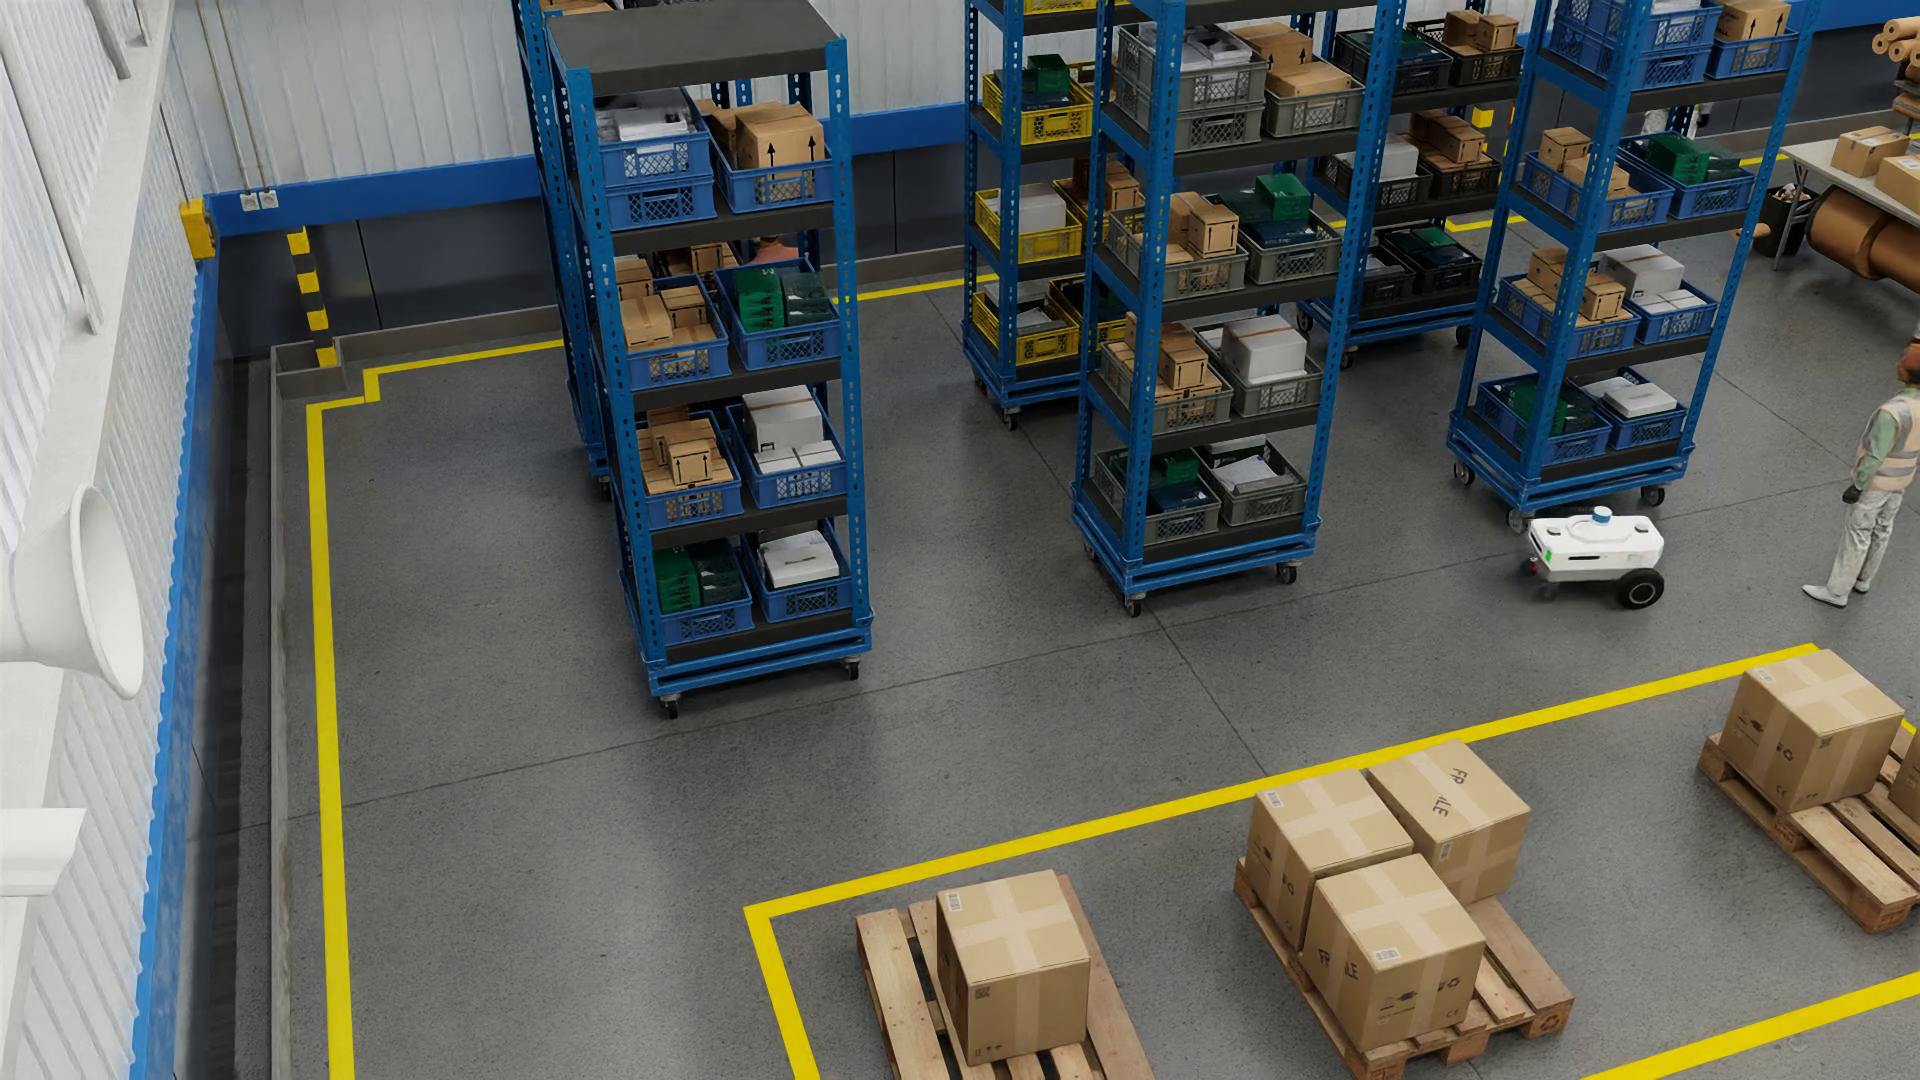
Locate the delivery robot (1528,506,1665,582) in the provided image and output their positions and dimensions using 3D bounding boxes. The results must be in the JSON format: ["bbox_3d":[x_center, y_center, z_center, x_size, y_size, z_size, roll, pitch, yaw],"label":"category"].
[{"bbox_3d":[3.683,0.027,9.670,0.707,0.478,0.477,-2,35,-2],"label":"delivery robot"}]

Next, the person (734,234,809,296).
[{"bbox_3d":[-1.142,-1.178,10.232,0.627,1.982,0.410,-30,45,-35],"label":"person"}]

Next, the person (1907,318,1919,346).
[{"bbox_3d":[7.126,-2.104,11.593,0.380,1.930,0.630,5,36,7],"label":"person"}]

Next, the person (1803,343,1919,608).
[{"bbox_3d":[5.178,-0.352,9.352,0.524,1.637,0.306,-21,40,-27],"label":"person"}]
